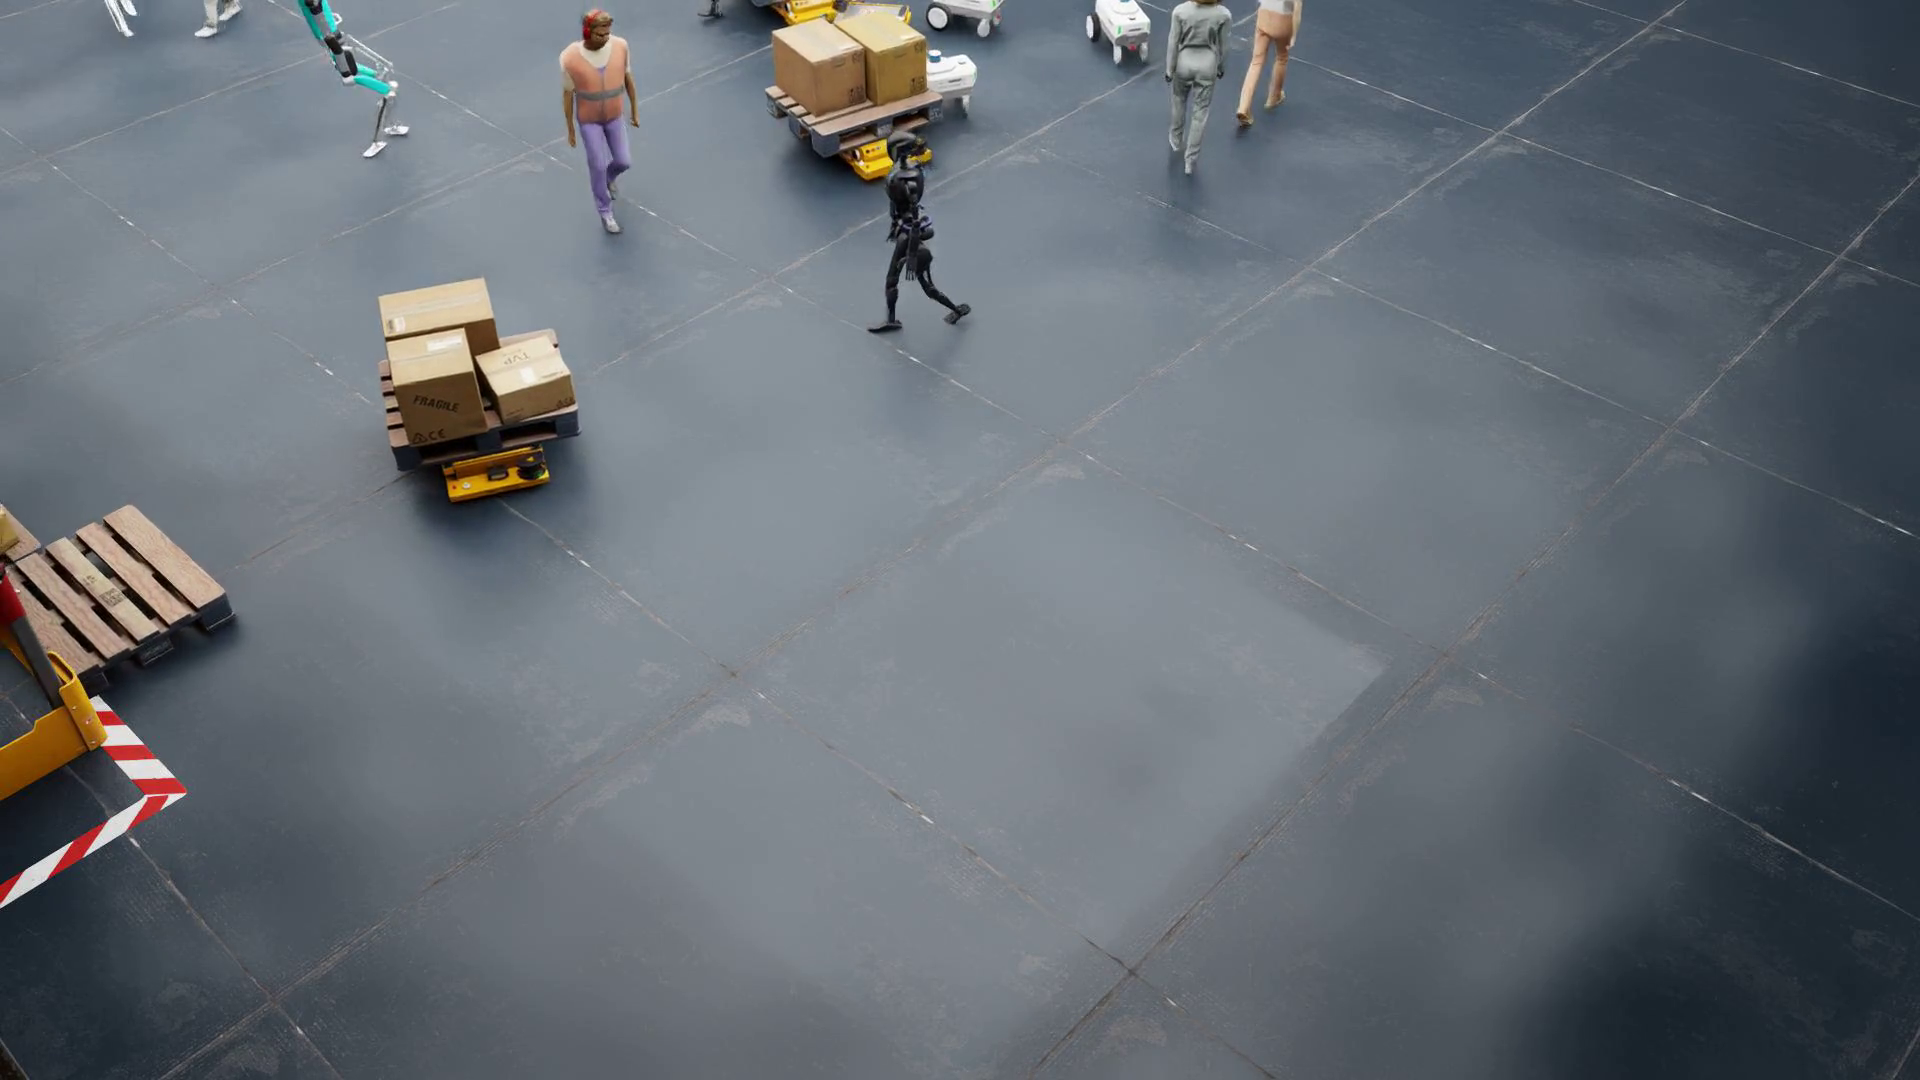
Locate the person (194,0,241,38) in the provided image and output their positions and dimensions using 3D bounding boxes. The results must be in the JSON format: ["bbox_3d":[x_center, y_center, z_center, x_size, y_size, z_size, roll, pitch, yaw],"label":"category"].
[{"bbox_3d":[-7.274,-5.633,15.791,0.532,1.609,0.759,17,45,18],"label":"person"}]

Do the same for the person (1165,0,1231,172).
[{"bbox_3d":[1.971,-3.982,13.859,0.504,1.718,0.713,5,42,5],"label":"person"}]

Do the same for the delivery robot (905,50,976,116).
[{"bbox_3d":[-0.252,-4.045,14.822,0.785,0.614,0.516,-16,44,-17],"label":"delivery robot"}]

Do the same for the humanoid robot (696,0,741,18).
[{"bbox_3d":[-2.307,-5.917,16.070,0.633,1.626,0.641,-5,42,-5],"label":"humanoid robot"}]

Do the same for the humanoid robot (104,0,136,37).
[{"bbox_3d":[-8.259,-5.775,15.875,0.578,1.778,0.927,-14,44,-15],"label":"humanoid robot"}]

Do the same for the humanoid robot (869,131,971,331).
[{"bbox_3d":[-0.300,-2.202,11.966,0.761,1.644,0.588,-13,44,-14],"label":"humanoid robot"}]

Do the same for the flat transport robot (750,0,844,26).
[{"bbox_3d":[-1.684,-5.543,16.687,0.659,0.231,1.431,-21,46,-22],"label":"flat transport robot"}]

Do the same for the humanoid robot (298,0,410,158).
[{"bbox_3d":[-4.993,-4.082,13.960,0.885,1.766,0.588,-19,45,-20],"label":"humanoid robot"}]

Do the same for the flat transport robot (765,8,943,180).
[{"bbox_3d":[-0.910,-3.599,14.527,0.659,0.231,1.431,-24,47,-24],"label":"flat transport robot"}]

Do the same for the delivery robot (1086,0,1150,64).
[{"bbox_3d":[1.533,-4.907,15.781,0.499,0.614,0.815,-10,43,-11],"label":"delivery robot"}]

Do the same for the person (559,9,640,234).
[{"bbox_3d":[-2.835,-3.344,13.083,0.616,1.815,0.532,-23,47,-24],"label":"person"}]

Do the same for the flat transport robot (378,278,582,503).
[{"bbox_3d":[-3.265,-0.813,11.430,0.659,0.231,1.431,-13,44,-14],"label":"flat transport robot"}]

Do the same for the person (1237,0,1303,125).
[{"bbox_3d":[2.715,-4.443,14.389,0.471,1.706,0.826,24,47,24],"label":"person"}]

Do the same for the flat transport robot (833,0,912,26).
[{"bbox_3d":[-0.901,-4.750,15.806,0.659,0.231,1.431,6,42,6],"label":"flat transport robot"}]

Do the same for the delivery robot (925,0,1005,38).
[{"bbox_3d":[0.053,-5.230,16.140,0.784,0.613,0.520,16,45,17],"label":"delivery robot"}]
